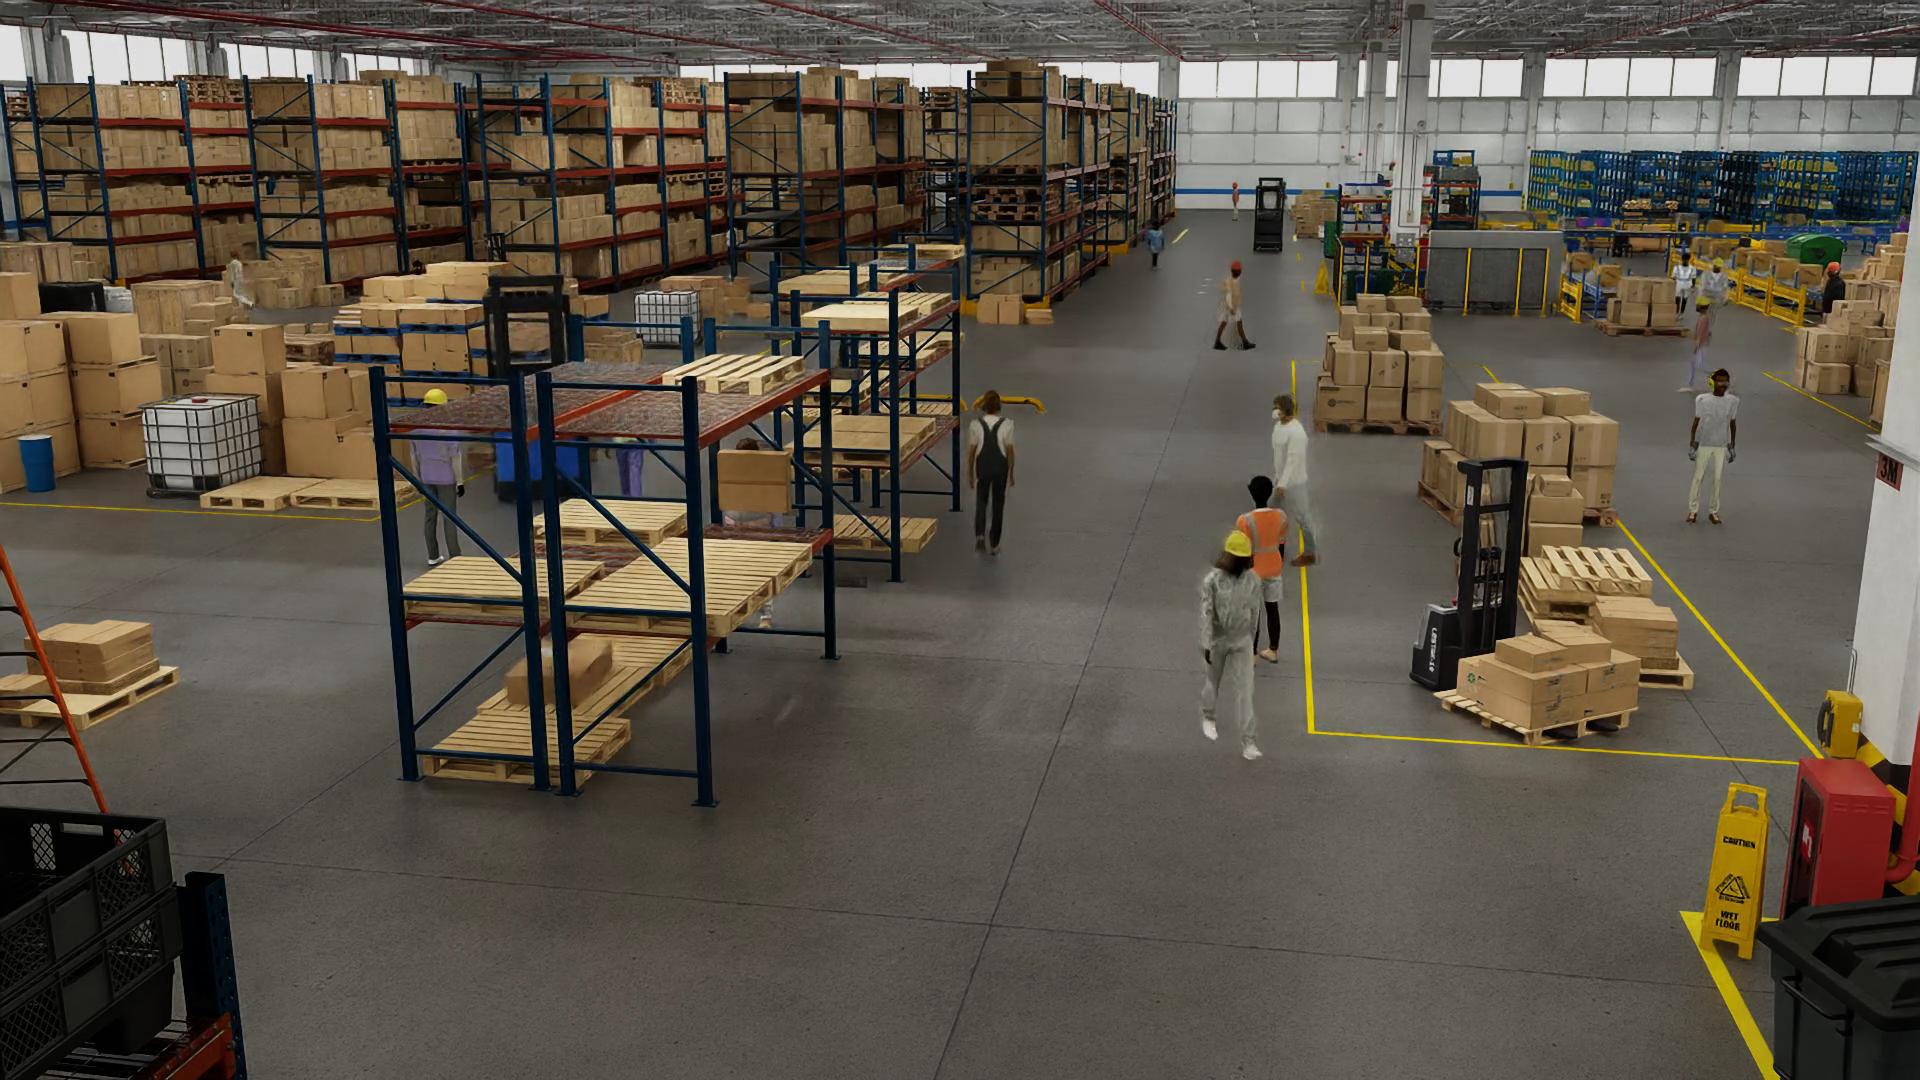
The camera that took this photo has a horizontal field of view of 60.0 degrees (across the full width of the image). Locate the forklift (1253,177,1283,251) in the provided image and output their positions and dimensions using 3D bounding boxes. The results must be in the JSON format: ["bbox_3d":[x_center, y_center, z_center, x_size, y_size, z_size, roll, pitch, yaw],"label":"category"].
[{"bbox_3d":[12.083,-12.747,64.956,1.129,2.768,1.873,3,14,10],"label":"forklift"}]

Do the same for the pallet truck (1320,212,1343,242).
[{"bbox_3d":[15.874,-13.227,70.310,0.680,1.201,1.601,10,17,35],"label":"pallet truck"}]

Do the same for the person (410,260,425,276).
[{"bbox_3d":[-11.793,-5.187,36.356,0.535,1.864,0.309,-4,14,-16],"label":"person"}]

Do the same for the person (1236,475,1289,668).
[{"bbox_3d":[2.614,0.276,14.513,0.537,1.699,0.321,-7,15,-26],"label":"person"}]

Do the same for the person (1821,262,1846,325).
[{"bbox_3d":[17.890,-4.713,34.177,0.401,1.986,0.612,-1,14,-2],"label":"person"}]

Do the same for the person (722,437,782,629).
[{"bbox_3d":[-1.972,-0.051,15.558,0.624,1.840,0.429,3,14,11],"label":"person"}]

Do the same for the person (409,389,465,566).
[{"bbox_3d":[-5.591,-0.660,17.868,0.585,1.917,0.382,4,14,15],"label":"person"}]

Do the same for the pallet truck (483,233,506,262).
[{"bbox_3d":[-11.832,-7.026,43.548,1.885,1.965,0.823,8,16,28],"label":"pallet truck"}]

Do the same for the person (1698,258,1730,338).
[{"bbox_3d":[17.026,-5.445,37.510,0.627,1.801,0.785,2,14,9],"label":"person"}]

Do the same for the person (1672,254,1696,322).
[{"bbox_3d":[17.843,-6.247,41.066,0.533,1.664,0.790,3,14,13],"label":"person"}]

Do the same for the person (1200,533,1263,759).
[{"bbox_3d":[2.036,0.772,12.515,0.491,1.694,0.916,-1,14,-6],"label":"person"}]

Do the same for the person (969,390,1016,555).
[{"bbox_3d":[0.361,-0.744,18.406,0.507,1.829,0.423,2,14,6],"label":"person"}]

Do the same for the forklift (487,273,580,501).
[{"bbox_3d":[-5.522,-2.032,21.454,1.129,2.768,1.873,-4,14,-16],"label":"forklift"}]

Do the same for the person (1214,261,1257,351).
[{"bbox_3d":[5.847,-4.968,35.394,0.996,1.889,0.546,13,19,42],"label":"person"}]

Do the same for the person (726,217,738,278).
[{"bbox_3d":[-7.292,-9.346,53.128,0.377,1.917,0.600,-5,15,-21],"label":"person"}]

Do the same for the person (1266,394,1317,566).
[{"bbox_3d":[3.406,-0.612,17.758,1.048,1.874,0.634,-4,14,-17],"label":"person"}]

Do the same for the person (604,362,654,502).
[{"bbox_3d":[-4.042,-1.234,20.308,0.602,1.875,1.005,-2,14,-9],"label":"person"}]

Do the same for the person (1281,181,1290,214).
[{"bbox_3d":[18.243,-19.237,93.479,0.489,1.831,0.638,13,19,43],"label":"person"}]

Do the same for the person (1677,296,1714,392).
[{"bbox_3d":[13.267,-3.473,29.631,0.682,1.746,0.529,5,15,20],"label":"person"}]

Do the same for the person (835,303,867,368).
[{"bbox_3d":[-2.089,-4.128,31.876,0.614,1.950,0.480,5,15,18],"label":"person"}]

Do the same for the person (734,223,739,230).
[{"bbox_3d":[-8.478,-11.377,62.012,0.503,1.604,0.723,-9,17,-34],"label":"person"}]

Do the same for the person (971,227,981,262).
[{"bbox_3d":[0.582,-10.250,56.988,0.432,1.836,0.647,3,14,12],"label":"person"}]

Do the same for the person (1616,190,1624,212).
[{"bbox_3d":[35.503,-18.137,89.057,0.925,1.814,0.567,6,15,22],"label":"person"}]

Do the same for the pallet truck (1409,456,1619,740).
[{"bbox_3d":[4.504,0.400,13.395,0.823,1.965,1.885,-6,15,-23],"label":"pallet truck"}]

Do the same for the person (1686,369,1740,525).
[{"bbox_3d":[8.963,-1.110,19.793,0.536,1.868,0.314,3,14,14],"label":"person"}]

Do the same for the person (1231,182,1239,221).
[{"bbox_3d":[14.290,-17.583,86.446,0.407,1.986,0.610,1,14,3],"label":"person"}]

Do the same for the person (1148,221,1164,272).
[{"bbox_3d":[6.536,-9.847,55.687,0.537,1.668,0.817,-4,15,-17],"label":"person"}]

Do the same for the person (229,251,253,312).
[{"bbox_3d":[-18.412,-6.591,42.545,0.515,1.617,0.536,0,14,-1],"label":"person"}]
